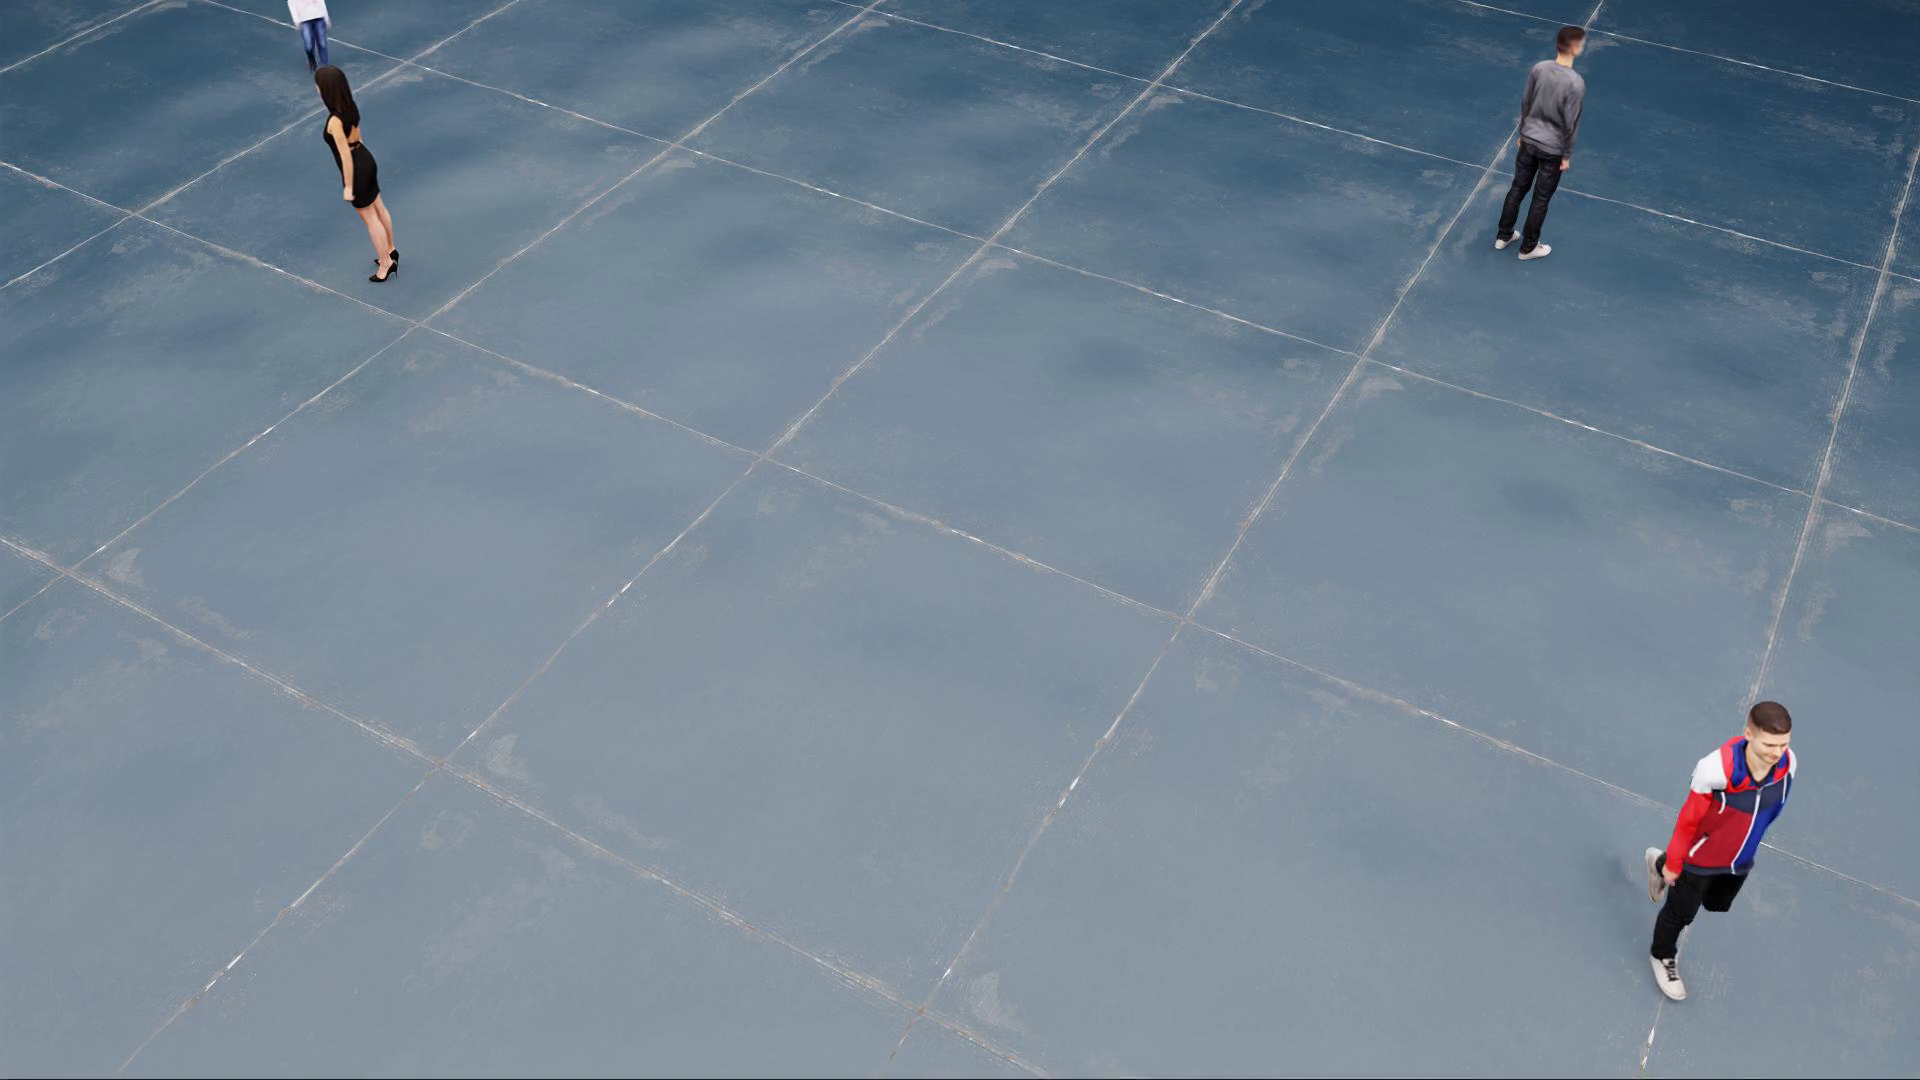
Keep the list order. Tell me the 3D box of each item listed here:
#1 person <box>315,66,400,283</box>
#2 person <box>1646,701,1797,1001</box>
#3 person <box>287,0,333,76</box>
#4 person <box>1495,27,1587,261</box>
[{"bbox_3d":[-4.283,-2.607,11.869,0.683,1.650,0.570,1,42,1],"label":"person"},{"bbox_3d":[3.351,1.317,7.481,0.940,1.742,1.025,-6,43,-7],"label":"person"},{"bbox_3d":[-5.655,-4.566,14.435,0.514,1.102,0.583,-23,47,-24],"label":"person"},{"bbox_3d":[4.243,-2.878,12.086,0.649,1.761,0.683,-28,49,-27],"label":"person"}]
